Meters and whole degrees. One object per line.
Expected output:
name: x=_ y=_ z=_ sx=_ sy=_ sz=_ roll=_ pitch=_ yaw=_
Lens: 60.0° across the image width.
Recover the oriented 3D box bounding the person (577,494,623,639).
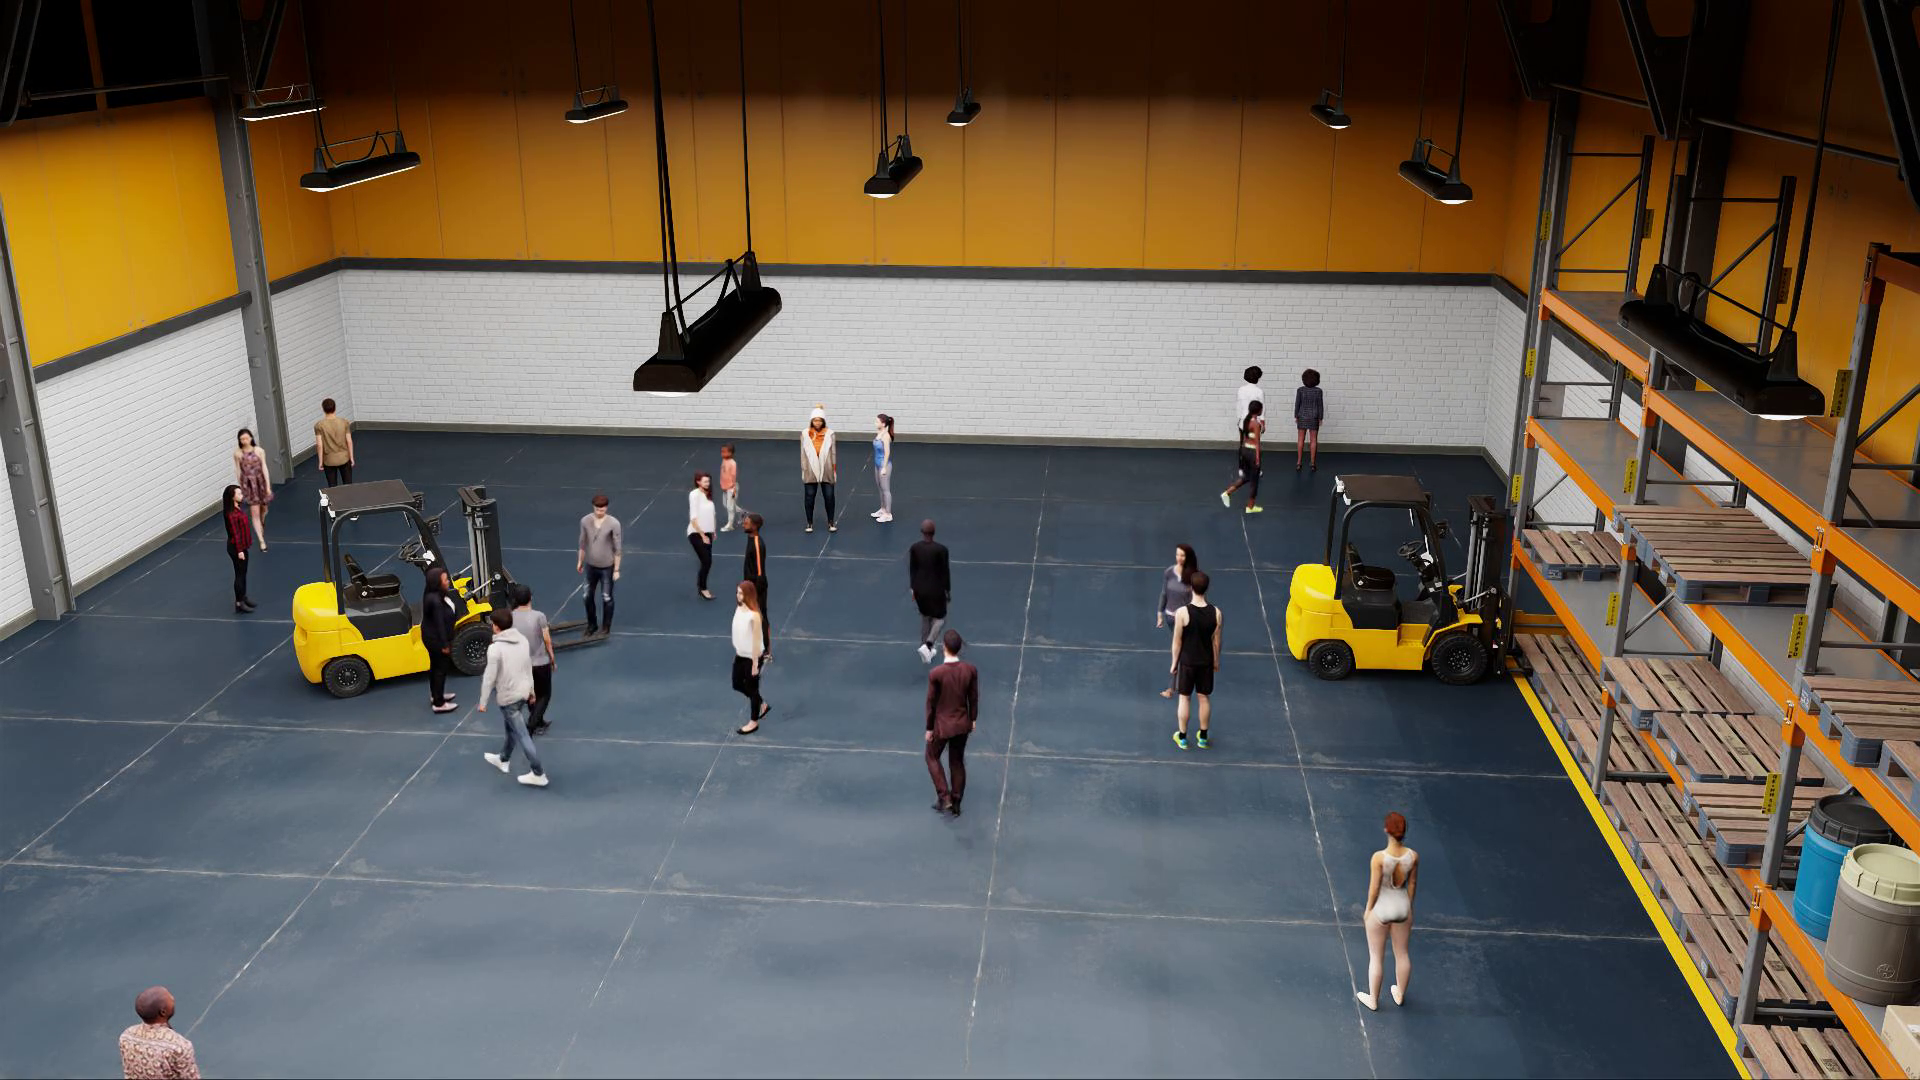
person: x=-4.300 y=0.288 z=20.078 sx=0.789 sy=1.869 sz=0.707 roll=4 pitch=19 yaw=13

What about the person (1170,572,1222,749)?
person: x=2.431 y=1.251 z=17.191 sx=0.712 sy=1.888 sz=0.654 roll=-3 pitch=19 yaw=-8

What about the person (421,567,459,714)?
person: x=-5.706 y=1.076 z=18.145 sx=0.796 sy=1.611 sz=0.701 roll=-6 pitch=20 yaw=-18

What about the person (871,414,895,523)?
person: x=-1.136 y=-1.079 z=24.545 sx=0.705 sy=1.610 sz=0.604 roll=-6 pitch=20 yaw=-18

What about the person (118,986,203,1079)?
person: x=-4.918 y=3.590 z=10.371 sx=0.729 sy=1.807 sz=0.642 roll=5 pitch=19 yaw=14

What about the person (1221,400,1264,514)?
person: x=4.242 y=-1.214 z=24.747 sx=0.827 sy=1.736 sz=0.906 roll=-6 pitch=19 yaw=-17

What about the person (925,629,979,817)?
person: x=-0.066 y=1.772 z=15.696 sx=0.815 sy=1.853 sz=0.806 roll=-7 pitch=20 yaw=-21

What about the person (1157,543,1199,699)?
person: x=2.498 y=0.867 z=18.598 sx=0.980 sy=1.717 sz=1.217 roll=12 pitch=22 yaw=31

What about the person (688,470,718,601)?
person: x=-3.355 y=-0.034 z=21.207 sx=0.822 sy=1.758 sz=0.740 roll=5 pitch=19 yaw=16

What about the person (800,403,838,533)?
person: x=-2.035 y=-1.047 z=24.011 sx=0.725 sy=1.890 sz=0.724 roll=-2 pitch=19 yaw=-5

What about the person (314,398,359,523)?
person: x=-9.169 y=-1.177 z=24.458 sx=0.751 sy=1.850 sz=0.759 roll=-9 pitch=21 yaw=-26

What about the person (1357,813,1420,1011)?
person: x=3.315 y=2.859 z=12.800 sx=0.601 sy=1.642 sz=0.569 roll=-4 pitch=19 yaw=-11

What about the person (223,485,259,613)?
person: x=-9.117 y=0.101 z=20.976 sx=0.707 sy=1.651 sz=0.571 roll=-5 pitch=19 yaw=-16

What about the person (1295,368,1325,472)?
person: x=5.662 y=-1.953 z=27.001 sx=0.658 sy=1.698 sz=0.618 roll=6 pitch=19 yaw=16

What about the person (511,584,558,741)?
person: x=-4.449 y=1.324 z=17.219 sx=0.739 sy=1.731 sz=1.135 roll=5 pitch=19 yaw=14

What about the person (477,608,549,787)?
person: x=-4.307 y=1.577 z=16.332 sx=0.968 sy=1.818 sz=1.116 roll=7 pitch=20 yaw=20

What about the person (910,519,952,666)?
person: x=-0.376 y=0.639 z=19.232 sx=0.814 sy=1.745 sz=0.978 roll=8 pitch=20 yaw=21

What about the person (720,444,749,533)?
person: x=-3.279 y=-0.774 z=24.129 sx=0.768 sy=1.297 sz=0.722 roll=-13 pitch=23 yaw=-34

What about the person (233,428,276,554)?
person: x=-9.862 y=-0.723 z=23.288 sx=1.048 sy=1.736 sz=1.255 roll=-10 pitch=21 yaw=-27

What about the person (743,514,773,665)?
person: x=-2.358 y=0.553 z=19.387 sx=0.740 sy=1.808 sz=0.586 roll=-4 pitch=19 yaw=-13

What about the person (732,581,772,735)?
person: x=-2.160 y=1.216 z=17.566 sx=0.837 sy=1.715 sz=0.777 roll=-13 pitch=23 yaw=-34

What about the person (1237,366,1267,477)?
person: x=4.665 y=-1.903 z=26.678 sx=0.727 sy=1.810 sz=0.736 roll=12 pitch=22 yaw=32
